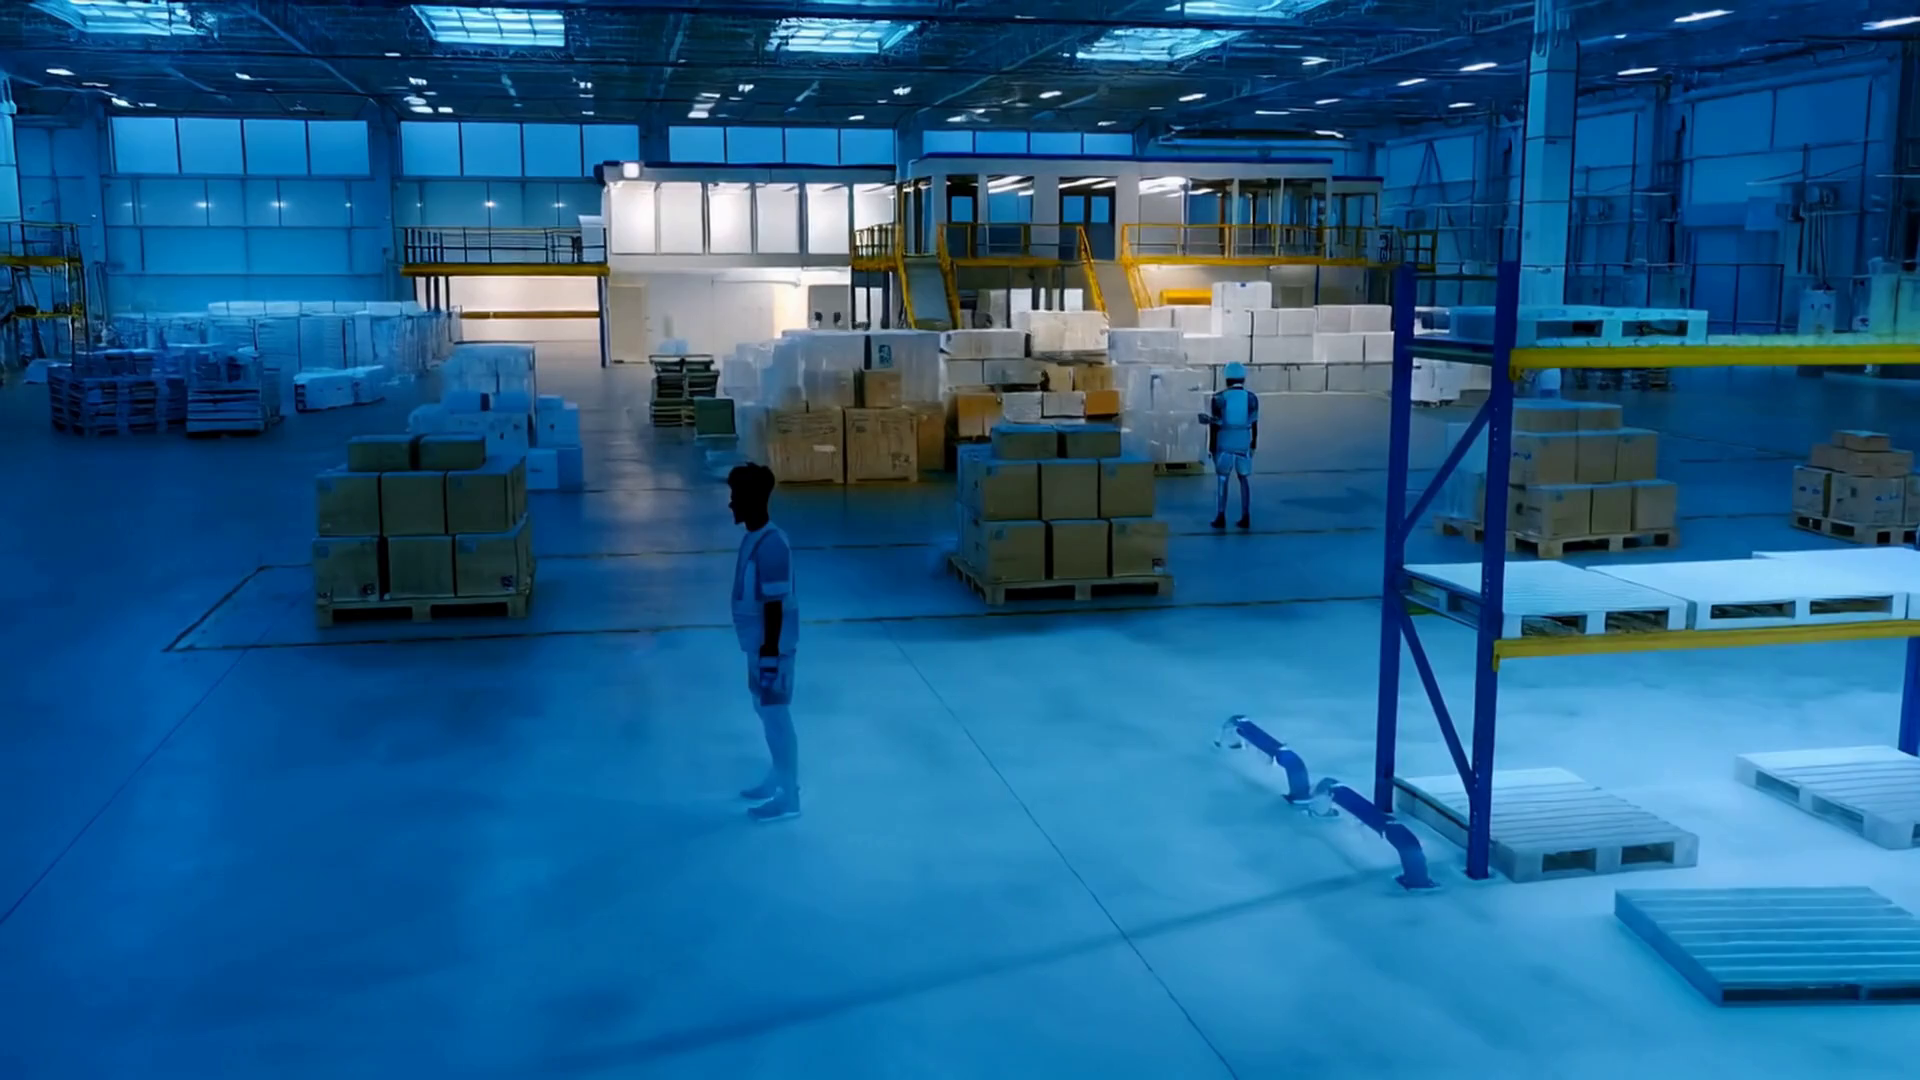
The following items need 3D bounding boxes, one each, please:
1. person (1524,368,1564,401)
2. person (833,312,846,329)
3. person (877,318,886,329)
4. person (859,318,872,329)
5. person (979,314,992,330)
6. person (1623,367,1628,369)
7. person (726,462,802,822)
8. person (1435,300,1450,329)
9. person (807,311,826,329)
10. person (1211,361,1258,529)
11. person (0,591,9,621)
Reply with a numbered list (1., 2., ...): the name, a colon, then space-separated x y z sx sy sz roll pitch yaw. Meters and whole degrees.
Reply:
1. person: 8.267 -1.827 23.310 1.010 2.000 0.694 5 11 28
2. person: -3.188 -5.128 44.087 1.016 1.838 0.590 -4 10 -25
3. person: -1.697 -4.094 37.672 0.588 1.861 0.667 -7 12 -36
4. person: -2.309 -4.068 37.538 0.845 1.876 0.564 3 10 18
5. person: 0.732 -4.848 42.415 0.795 1.816 0.515 -1 9 -8
6. person: 17.138 -5.015 43.039 0.403 1.943 0.607 5 11 30
7. person: -1.073 0.548 9.108 0.378 1.958 0.606 -3 10 -17
8. person: 17.476 -7.753 60.148 0.650 1.809 0.793 -5 10 -26
9. person: -3.330 -4.287 38.446 0.608 1.995 0.377 6 11 31
10. person: 3.148 -1.092 19.196 0.542 1.928 0.399 -1 9 -6
11. person: -6.487 0.327 10.744 0.577 1.872 0.409 -5 11 -30
